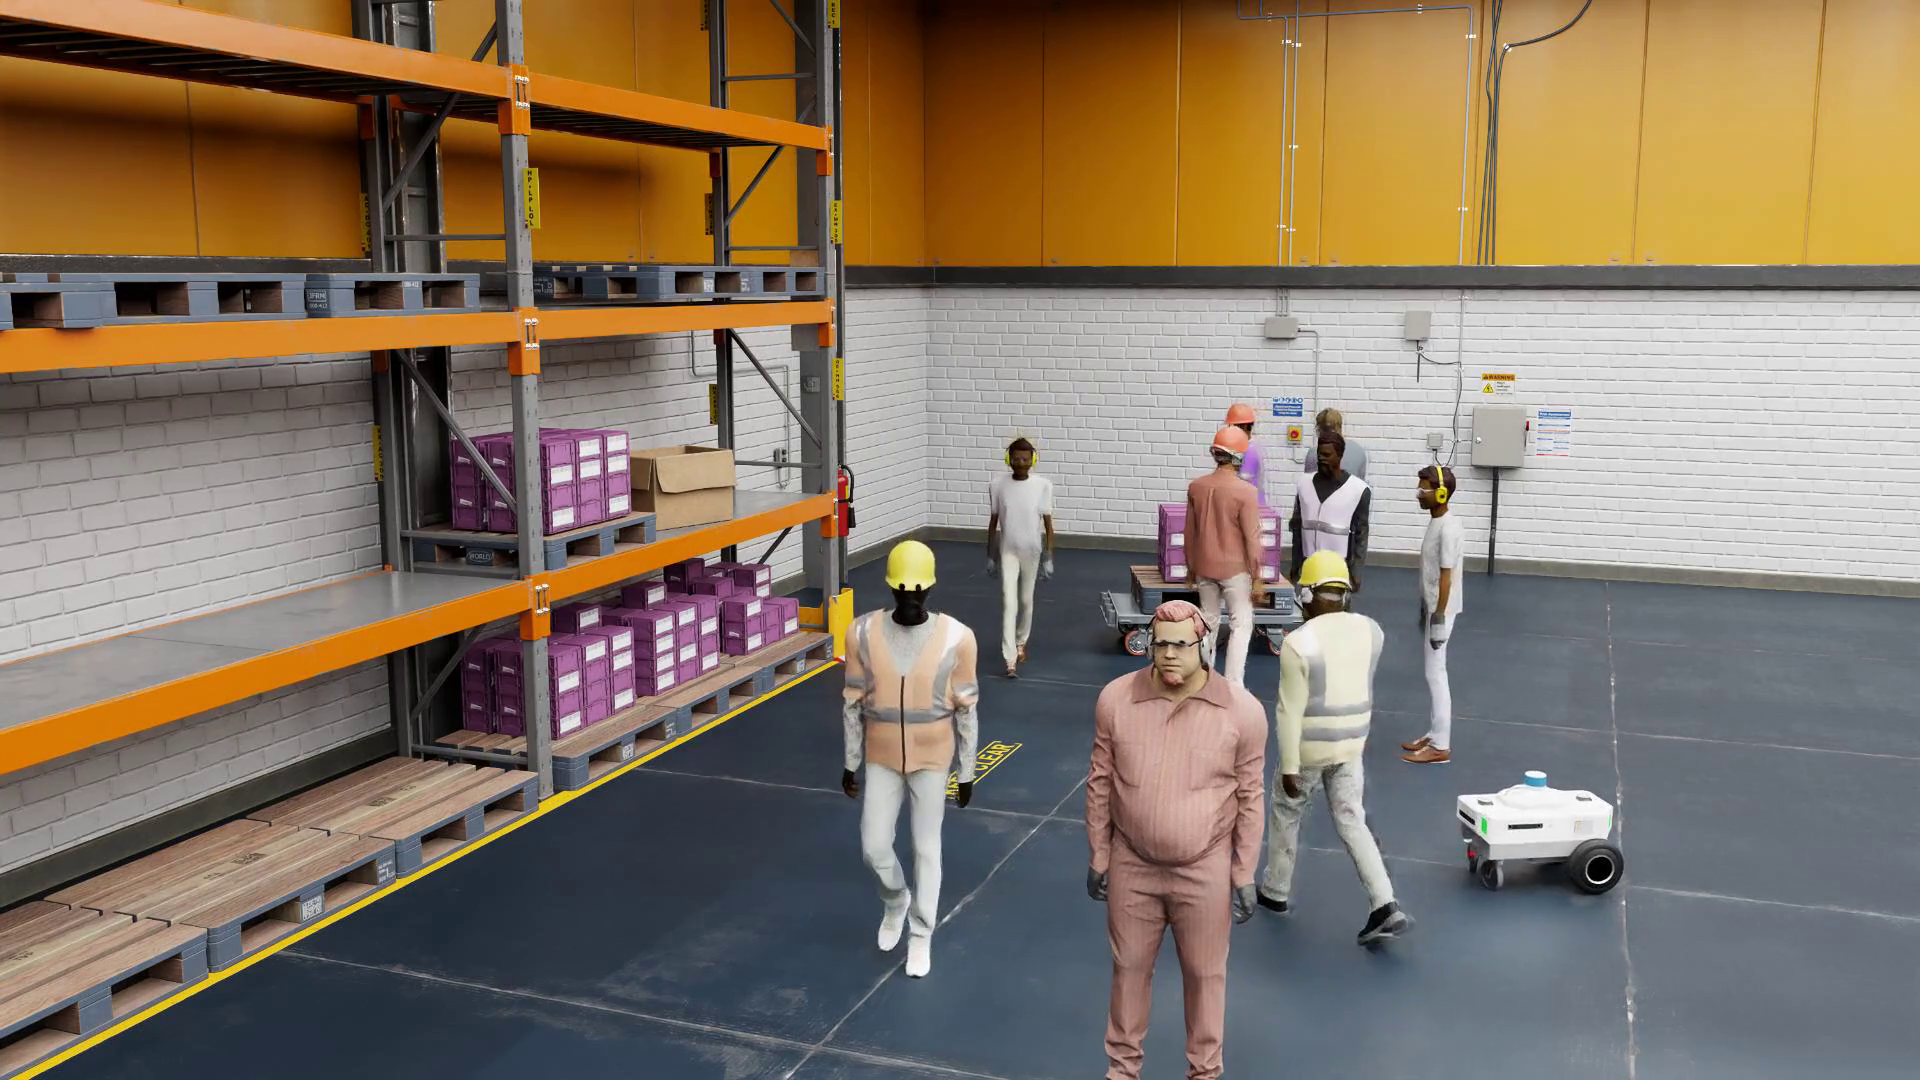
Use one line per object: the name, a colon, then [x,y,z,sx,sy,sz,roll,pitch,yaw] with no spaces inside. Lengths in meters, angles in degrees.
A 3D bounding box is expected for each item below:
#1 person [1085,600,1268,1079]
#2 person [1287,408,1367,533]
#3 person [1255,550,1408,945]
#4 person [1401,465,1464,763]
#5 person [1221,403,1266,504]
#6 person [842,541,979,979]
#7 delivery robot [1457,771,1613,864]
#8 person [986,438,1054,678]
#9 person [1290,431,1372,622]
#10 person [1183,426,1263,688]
person: [0.748,1.152,5.898,0.636,1.911,0.406,3,9,16]
person: [3.124,-0.190,14.381,0.619,1.898,0.866,-7,11,-37]
person: [1.703,0.943,7.615,0.582,1.791,0.861,-4,10,-24]
person: [2.959,0.461,10.380,0.333,1.866,0.525,2,9,10]
person: [2.411,-0.245,14.649,0.792,1.905,0.551,1,9,3]
person: [-0.223,0.943,7.184,0.609,1.910,0.416,1,9,8]
delivery robot: [2.857,1.398,8.293,0.707,0.478,0.477,-1,9,-7]
person: [0.461,0.116,12.740,0.518,1.805,0.999,0,9,0]
person: [2.667,0.169,12.033,0.587,1.920,0.390,8,12,41]
person: [1.803,0.205,11.585,0.507,1.996,0.752,-8,12,-41]
